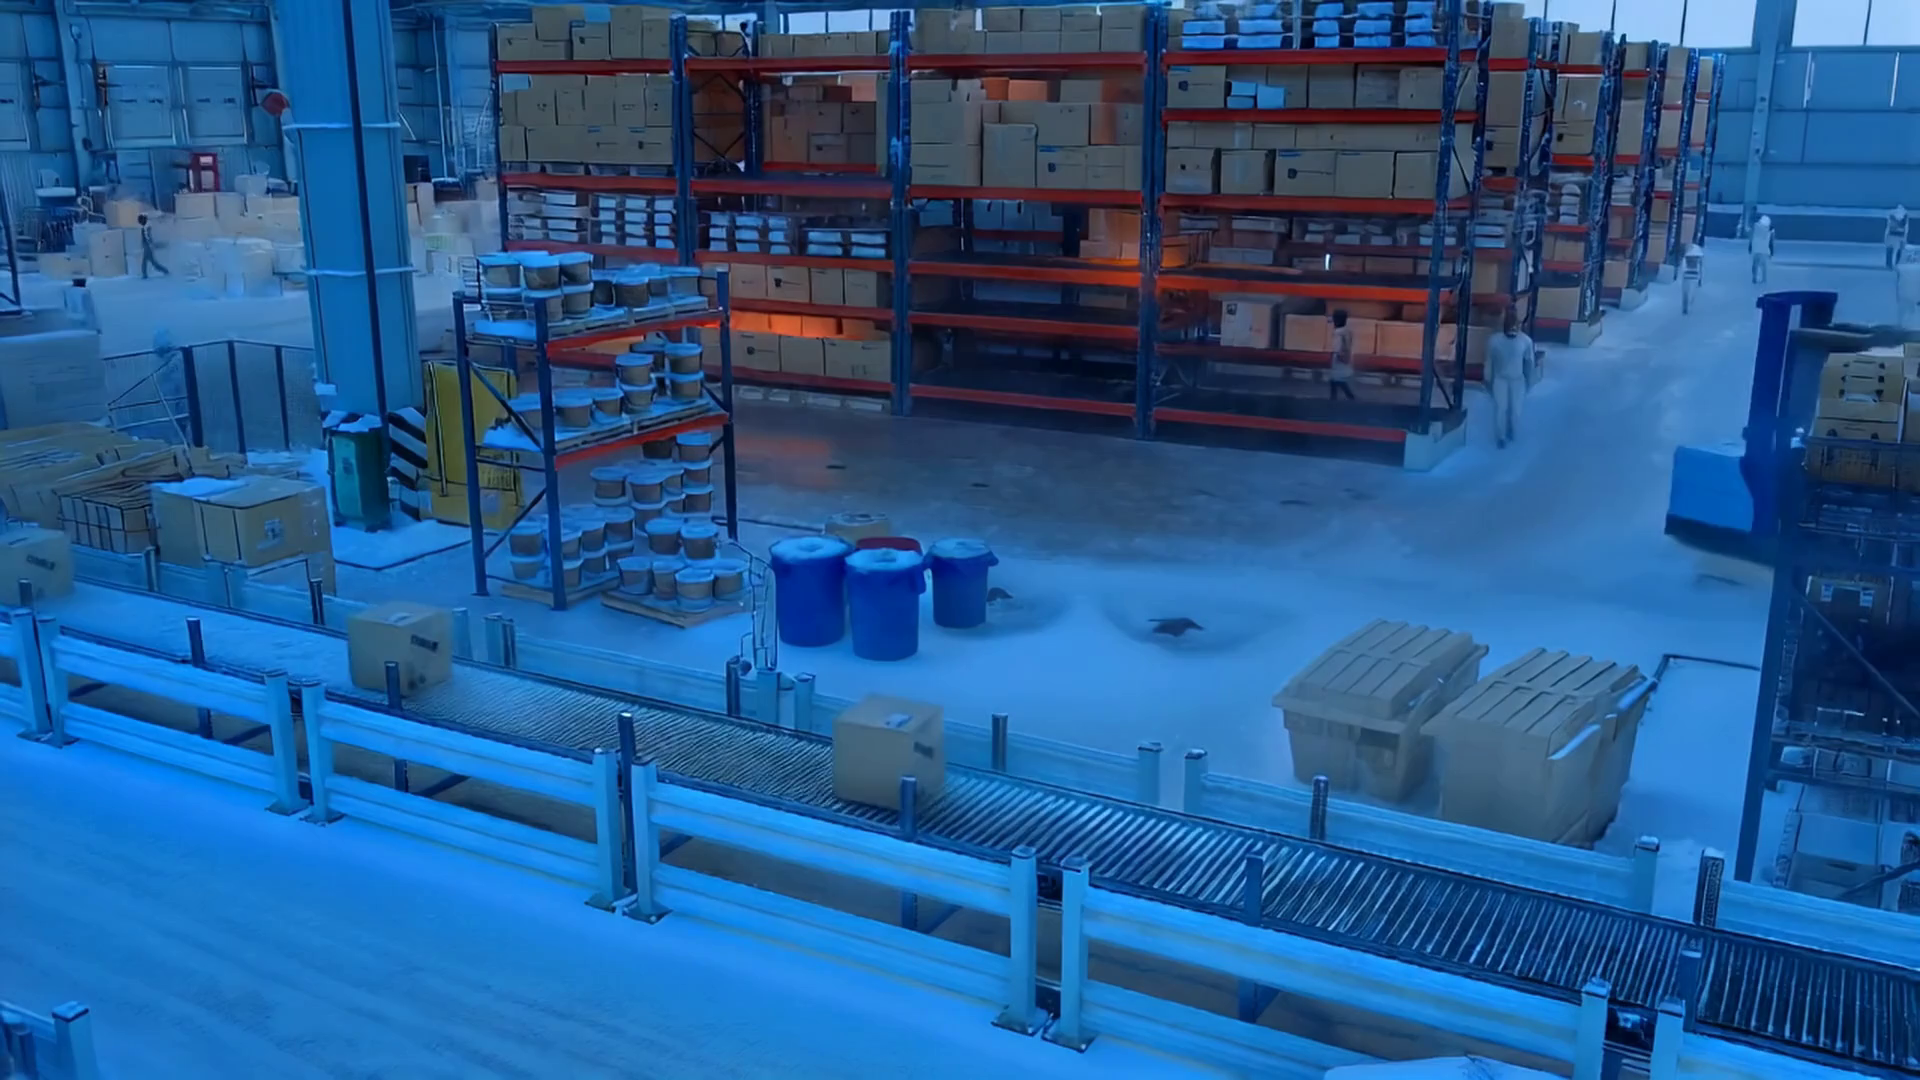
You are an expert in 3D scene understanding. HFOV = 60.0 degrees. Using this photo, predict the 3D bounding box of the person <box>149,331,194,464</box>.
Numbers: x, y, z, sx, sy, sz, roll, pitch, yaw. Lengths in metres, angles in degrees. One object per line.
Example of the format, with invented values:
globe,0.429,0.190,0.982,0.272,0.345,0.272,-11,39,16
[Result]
person,-10.525,-1.885,22.225,0.425,1.813,0.615,-6,16,-22

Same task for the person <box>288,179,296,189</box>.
person,-25.288,-12.796,63.210,1.013,1.826,0.597,-2,15,-6

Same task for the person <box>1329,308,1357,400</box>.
person,5.948,-2.741,25.734,0.706,1.677,0.537,12,19,39

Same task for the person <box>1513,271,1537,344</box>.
person,10.153,-3.949,29.859,0.641,1.879,0.669,13,20,41

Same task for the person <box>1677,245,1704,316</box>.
person,16.518,-5.878,37.657,0.530,1.596,0.851,5,16,18

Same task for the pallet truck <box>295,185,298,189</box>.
pallet truck,-26.804,-14.617,69.738,1.885,1.965,0.823,-14,20,-42

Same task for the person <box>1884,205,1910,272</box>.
person,26.683,-8.614,47.396,0.591,1.888,0.888,8,17,26

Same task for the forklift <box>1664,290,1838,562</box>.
forklift,8.775,-1.241,17.766,1.129,2.768,1.873,-9,18,-32

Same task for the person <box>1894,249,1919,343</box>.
person,18.990,-4.856,33.224,0.410,1.907,0.642,-3,15,-11

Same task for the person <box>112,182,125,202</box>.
person,-30.003,-11.811,59.337,0.454,1.918,0.650,-3,15,-12

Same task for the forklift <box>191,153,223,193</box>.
forklift,-27.852,-12.924,61.684,1.873,2.768,1.129,8,17,28

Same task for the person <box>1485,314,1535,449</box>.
person,7.750,-2.270,23.510,0.650,1.909,0.658,4,16,16

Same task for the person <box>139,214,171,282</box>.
person,-21.747,-7.866,44.717,0.810,1.819,0.518,-12,19,-38

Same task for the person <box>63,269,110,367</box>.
person,-15.468,-3.855,29.473,0.571,1.890,0.984,4,15,14

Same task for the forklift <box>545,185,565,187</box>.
forklift,-15.579,-13.559,64.071,1.873,2.768,1.129,6,16,22

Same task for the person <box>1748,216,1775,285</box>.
person,21.196,-7.665,43.987,0.653,1.791,0.971,11,18,35

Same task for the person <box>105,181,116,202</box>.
person,-30.777,-12.100,60.477,0.661,1.892,0.819,0,15,-2
